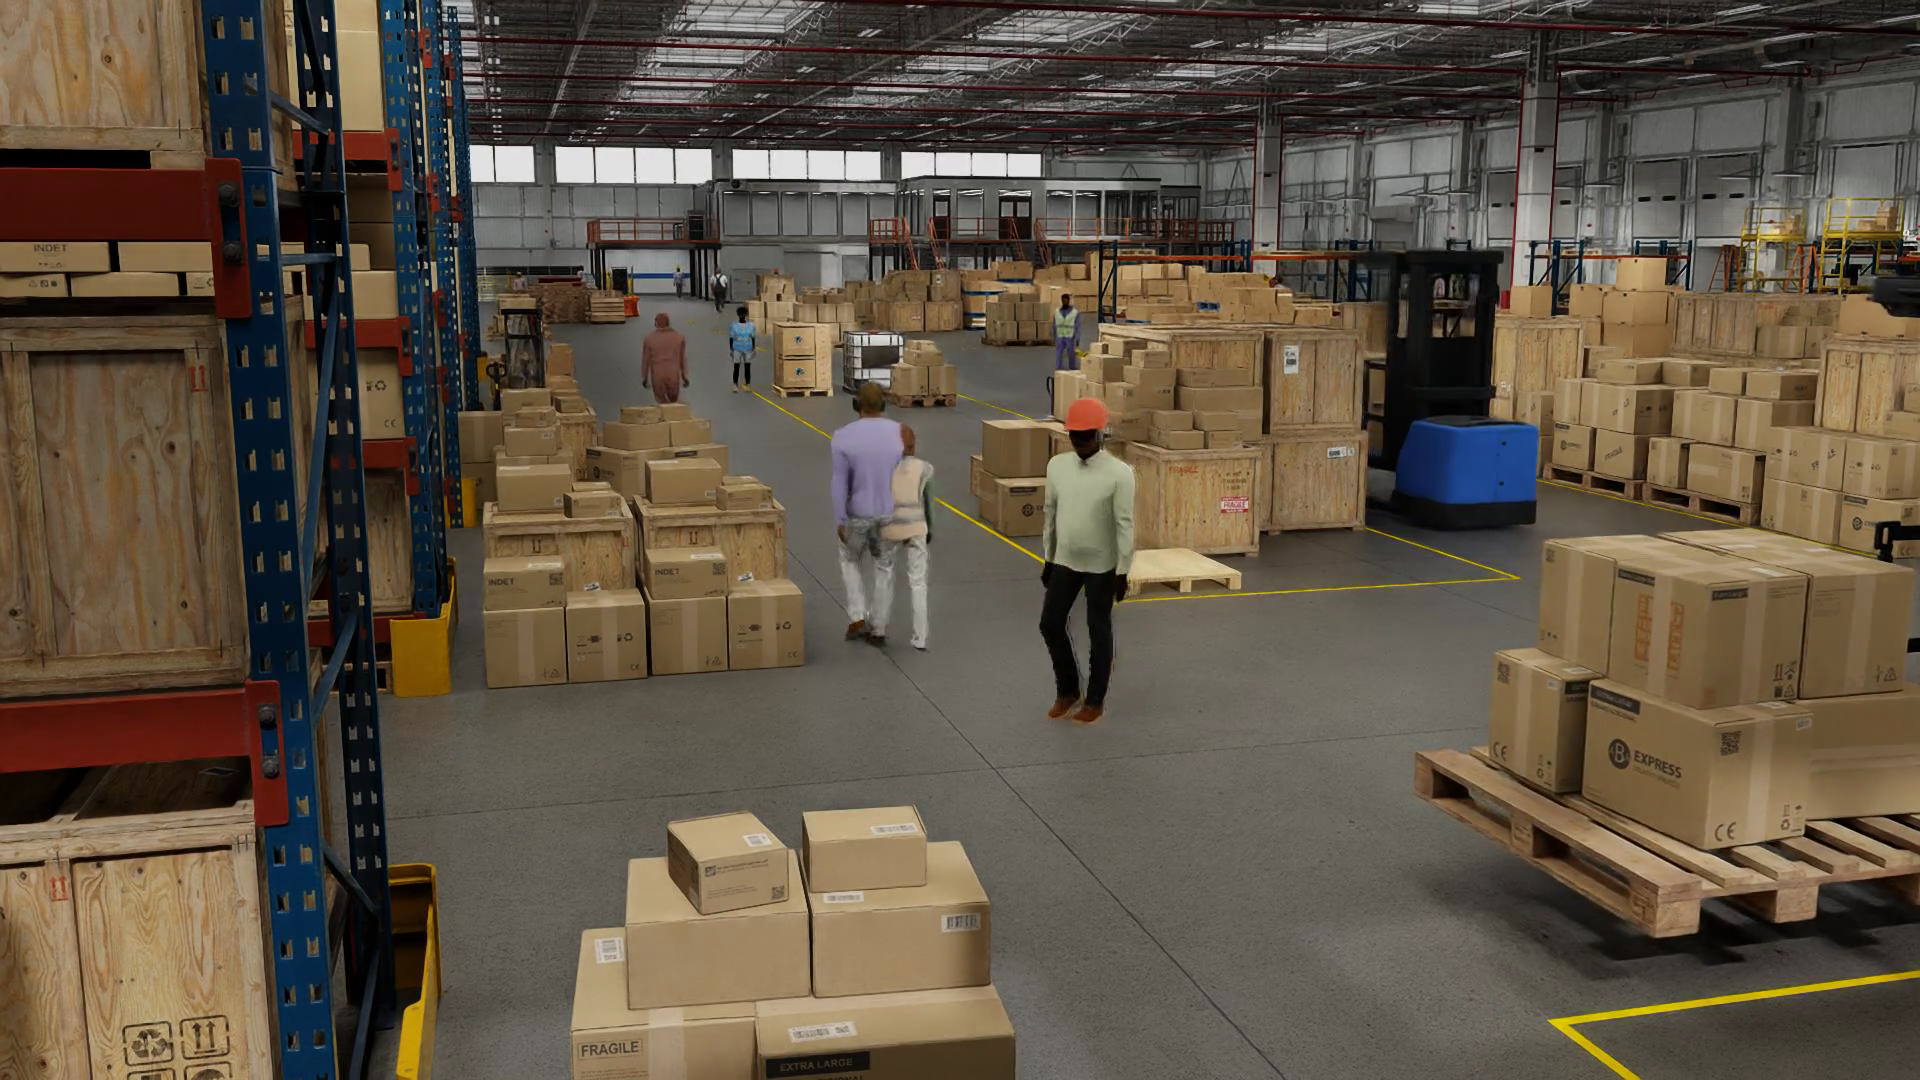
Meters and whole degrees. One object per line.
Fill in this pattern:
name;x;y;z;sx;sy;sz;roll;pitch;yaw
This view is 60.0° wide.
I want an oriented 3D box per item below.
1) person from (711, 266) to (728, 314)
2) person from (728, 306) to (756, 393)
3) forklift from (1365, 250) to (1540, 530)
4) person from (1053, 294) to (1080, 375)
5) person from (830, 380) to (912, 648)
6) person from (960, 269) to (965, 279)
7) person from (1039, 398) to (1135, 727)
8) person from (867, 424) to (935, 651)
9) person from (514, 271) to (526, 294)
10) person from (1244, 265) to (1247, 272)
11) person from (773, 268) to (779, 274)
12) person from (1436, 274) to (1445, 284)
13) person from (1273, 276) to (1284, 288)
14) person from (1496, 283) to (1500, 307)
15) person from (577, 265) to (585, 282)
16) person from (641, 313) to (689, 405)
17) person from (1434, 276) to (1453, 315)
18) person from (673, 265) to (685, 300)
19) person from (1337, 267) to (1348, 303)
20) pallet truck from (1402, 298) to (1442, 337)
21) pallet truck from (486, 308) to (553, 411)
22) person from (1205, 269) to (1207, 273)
person;-10.237;-10.633;70.759;0.707;2.000;0.549;0;10;2
person;-4.280;-3.743;32.719;0.540;1.695;0.317;-3;10;-16
forklift;5.102;-1.615;17.316;1.129;2.768;1.873;-3;10;-16
person;2.232;-4.236;35.055;0.617;1.859;1.022;3;10;17
person;-0.641;-0.183;11.922;0.622;1.921;0.445;-3;11;-18
person;0.105;-9.962;67.158;0.619;1.991;1.085;-6;12;-32
person;0.721;0.148;9.867;0.644;1.980;0.518;6;12;32
person;-0.437;-0.041;12.026;0.529;1.597;0.819;-3;10;-16
person;-19.785;-11.203;74.795;0.536;1.752;0.472;0;10;-2
person;13.509;-12.030;78.803;0.377;1.995;0.608;0;10;1
person;-7.915;-10.735;71.626;0.542;1.939;0.363;-4;11;-21
person;22.041;-11.367;75.997;0.538;1.663;0.835;-4;11;-20
person;10.940;-8.184;57.427;0.549;1.851;0.404;-6;12;-33
person;18.380;-8.282;57.676;0.609;1.972;0.771;2;10;12
person;-19.719;-13.364;86.671;0.574;1.883;0.361;9;13;41
person;-4.438;-2.451;24.891;0.677;1.869;0.877;-4;11;-19
person;16.804;-8.245;57.839;0.660;1.823;0.595;2;10;12
person;-15.131;-13.867;89.503;0.616;1.894;0.678;-5;11;-24
person;17.848;-11.801;77.745;0.594;1.923;0.402;1;10;4
pallet truck;14.620;-7.324;52.145;0.823;1.965;1.885;8;13;40
pallet truck;-6.242;-2.418;24.362;0.823;1.965;1.885;1;10;3
person;11.047;-11.410;75.620;0.990;1.886;0.559;-2;10;-12
